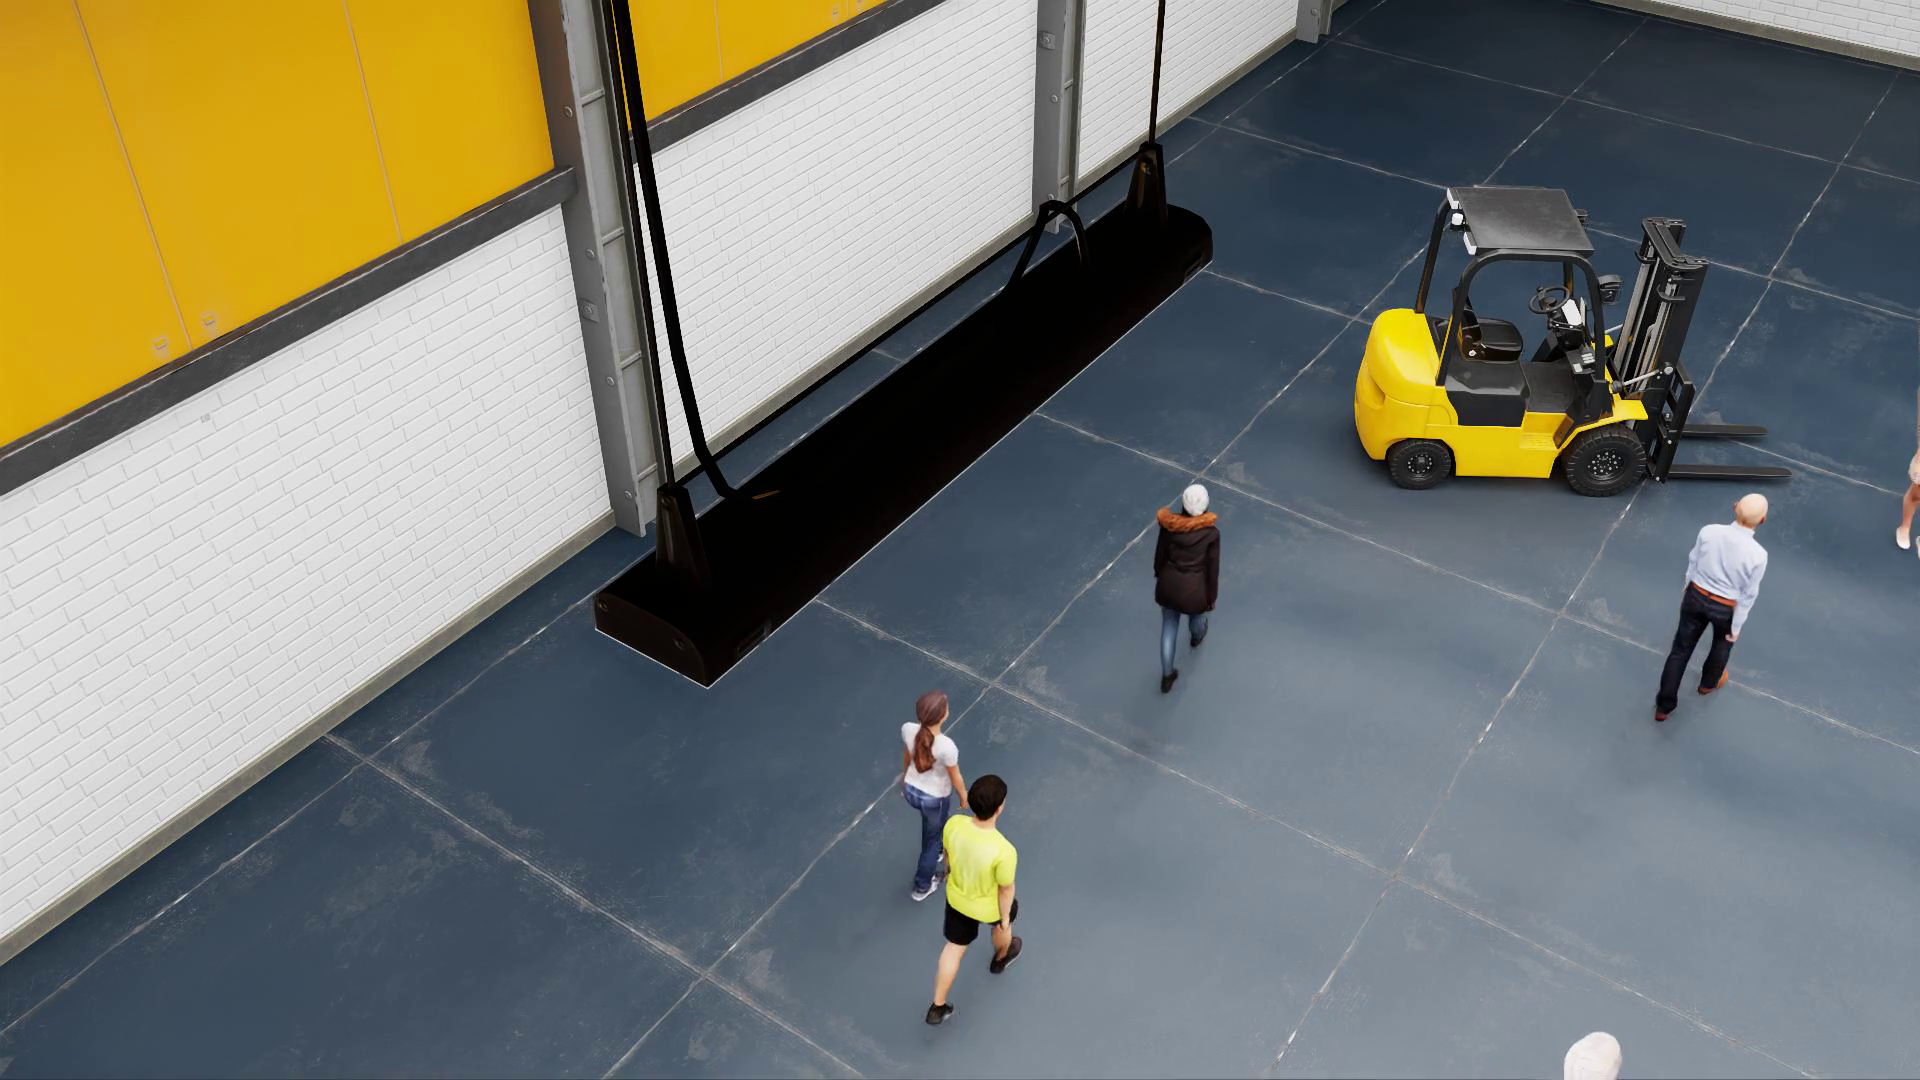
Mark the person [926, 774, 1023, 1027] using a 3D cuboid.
[{"bbox_3d":[0.055,1.987,9.061,0.695,1.676,1.084,19,42,22],"label":"person"}]

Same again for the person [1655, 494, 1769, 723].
[{"bbox_3d":[4.867,0.493,10.862,0.735,1.764,0.995,30,47,32],"label":"person"}]

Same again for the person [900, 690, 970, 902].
[{"bbox_3d":[-0.218,1.525,9.748,0.569,1.541,0.788,26,45,29],"label":"person"}]

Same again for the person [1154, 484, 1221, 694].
[{"bbox_3d":[1.483,0.359,11.155,0.785,1.606,1.032,14,41,17],"label":"person"}]
